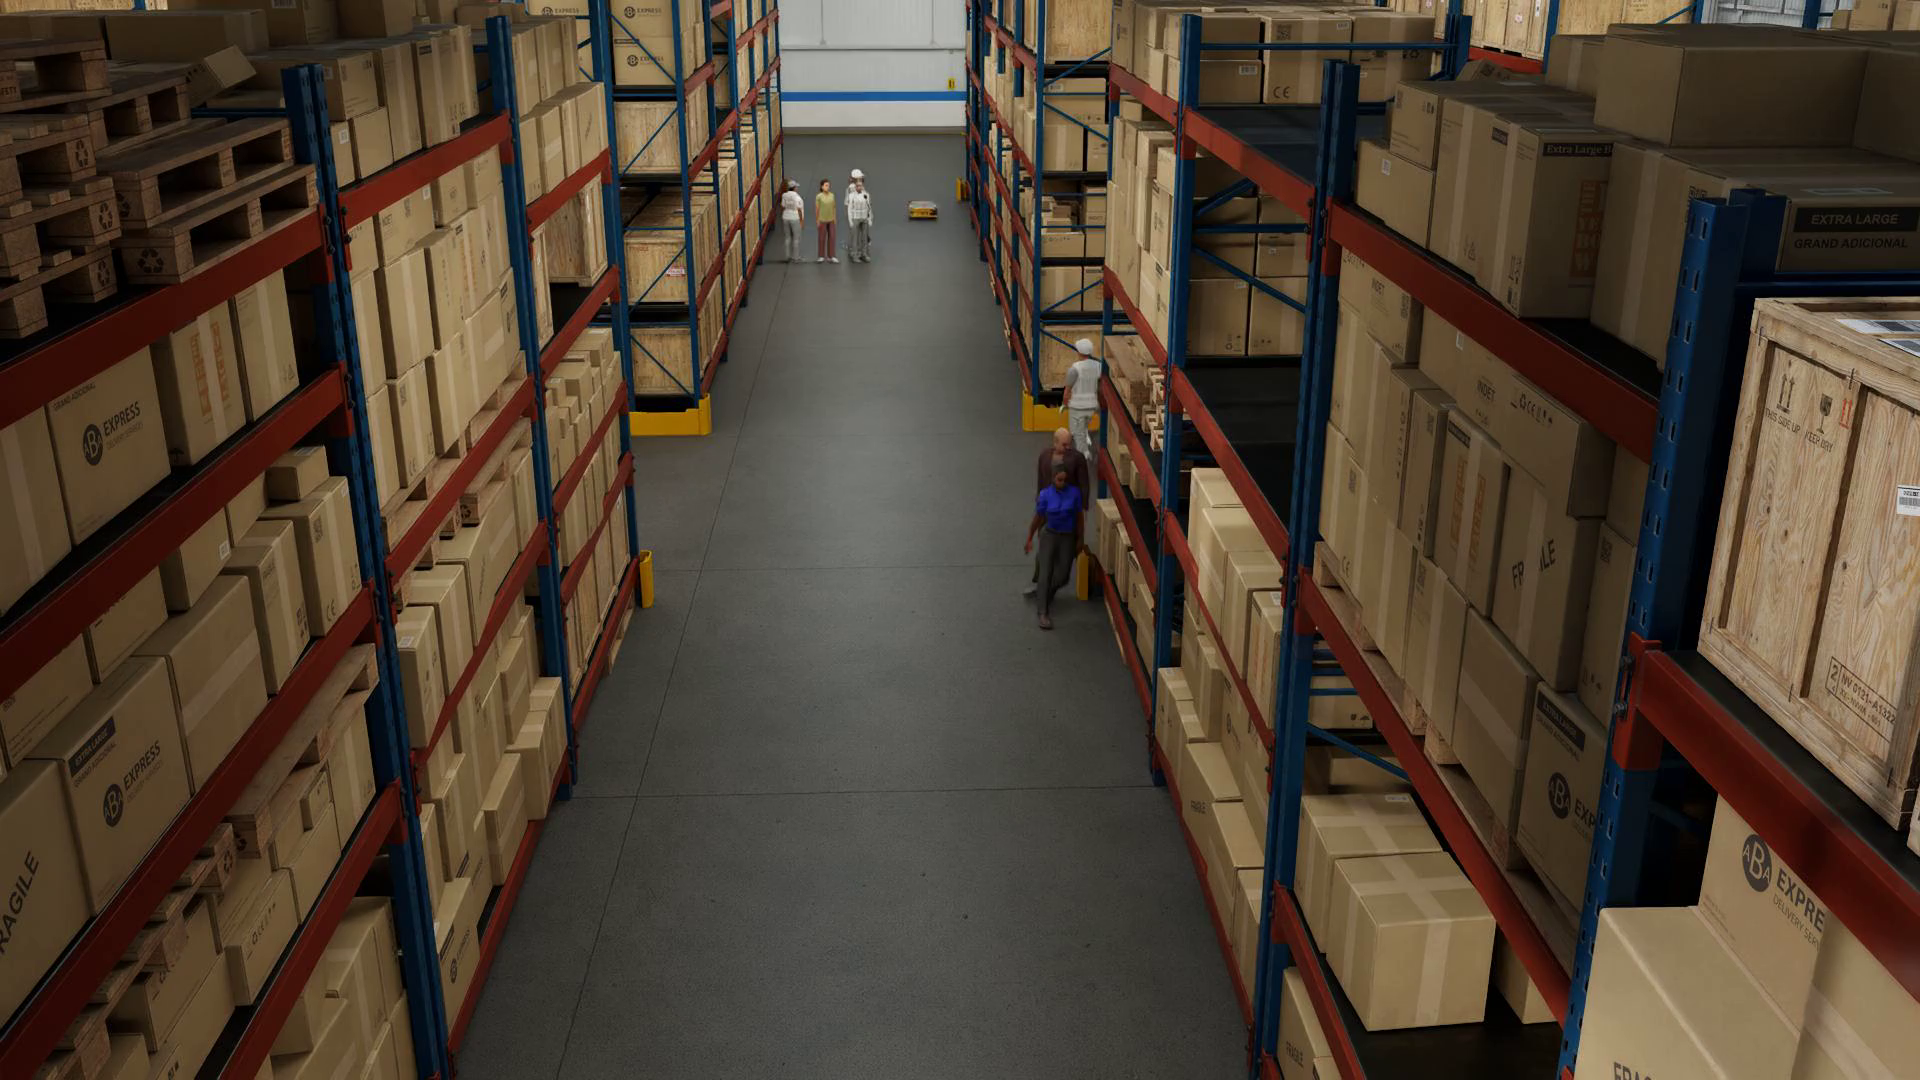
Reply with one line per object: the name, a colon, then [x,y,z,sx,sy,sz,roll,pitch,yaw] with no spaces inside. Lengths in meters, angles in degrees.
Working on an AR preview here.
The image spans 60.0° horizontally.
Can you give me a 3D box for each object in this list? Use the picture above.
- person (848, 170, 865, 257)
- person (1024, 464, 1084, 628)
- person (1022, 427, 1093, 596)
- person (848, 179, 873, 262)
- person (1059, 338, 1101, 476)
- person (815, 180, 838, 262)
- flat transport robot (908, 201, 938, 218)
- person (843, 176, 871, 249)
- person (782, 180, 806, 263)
person: [-2.154,-6.825,34.714,0.373,1.788,0.596,4,21,10]
person: [0.946,-0.004,16.682,0.586,1.634,0.711,-4,21,-12]
person: [1.051,-0.269,17.370,0.631,1.637,0.890,10,23,25]
person: [-2.043,-6.591,34.268,0.503,1.699,0.378,-5,21,-12]
person: [1.506,-1.679,20.895,0.524,1.778,0.467,-13,24,-31]
person: [-2.748,-6.560,34.170,0.452,1.674,0.387,-10,22,-24]
flat transport robot: [-0.892,-7.926,39.962,0.659,0.255,1.431,-1,21,-4]
person: [-2.249,-7.009,35.531,0.403,1.553,0.871,17,26,38]
person: [-3.422,-6.558,34.227,0.561,1.674,0.392,16,26,37]
